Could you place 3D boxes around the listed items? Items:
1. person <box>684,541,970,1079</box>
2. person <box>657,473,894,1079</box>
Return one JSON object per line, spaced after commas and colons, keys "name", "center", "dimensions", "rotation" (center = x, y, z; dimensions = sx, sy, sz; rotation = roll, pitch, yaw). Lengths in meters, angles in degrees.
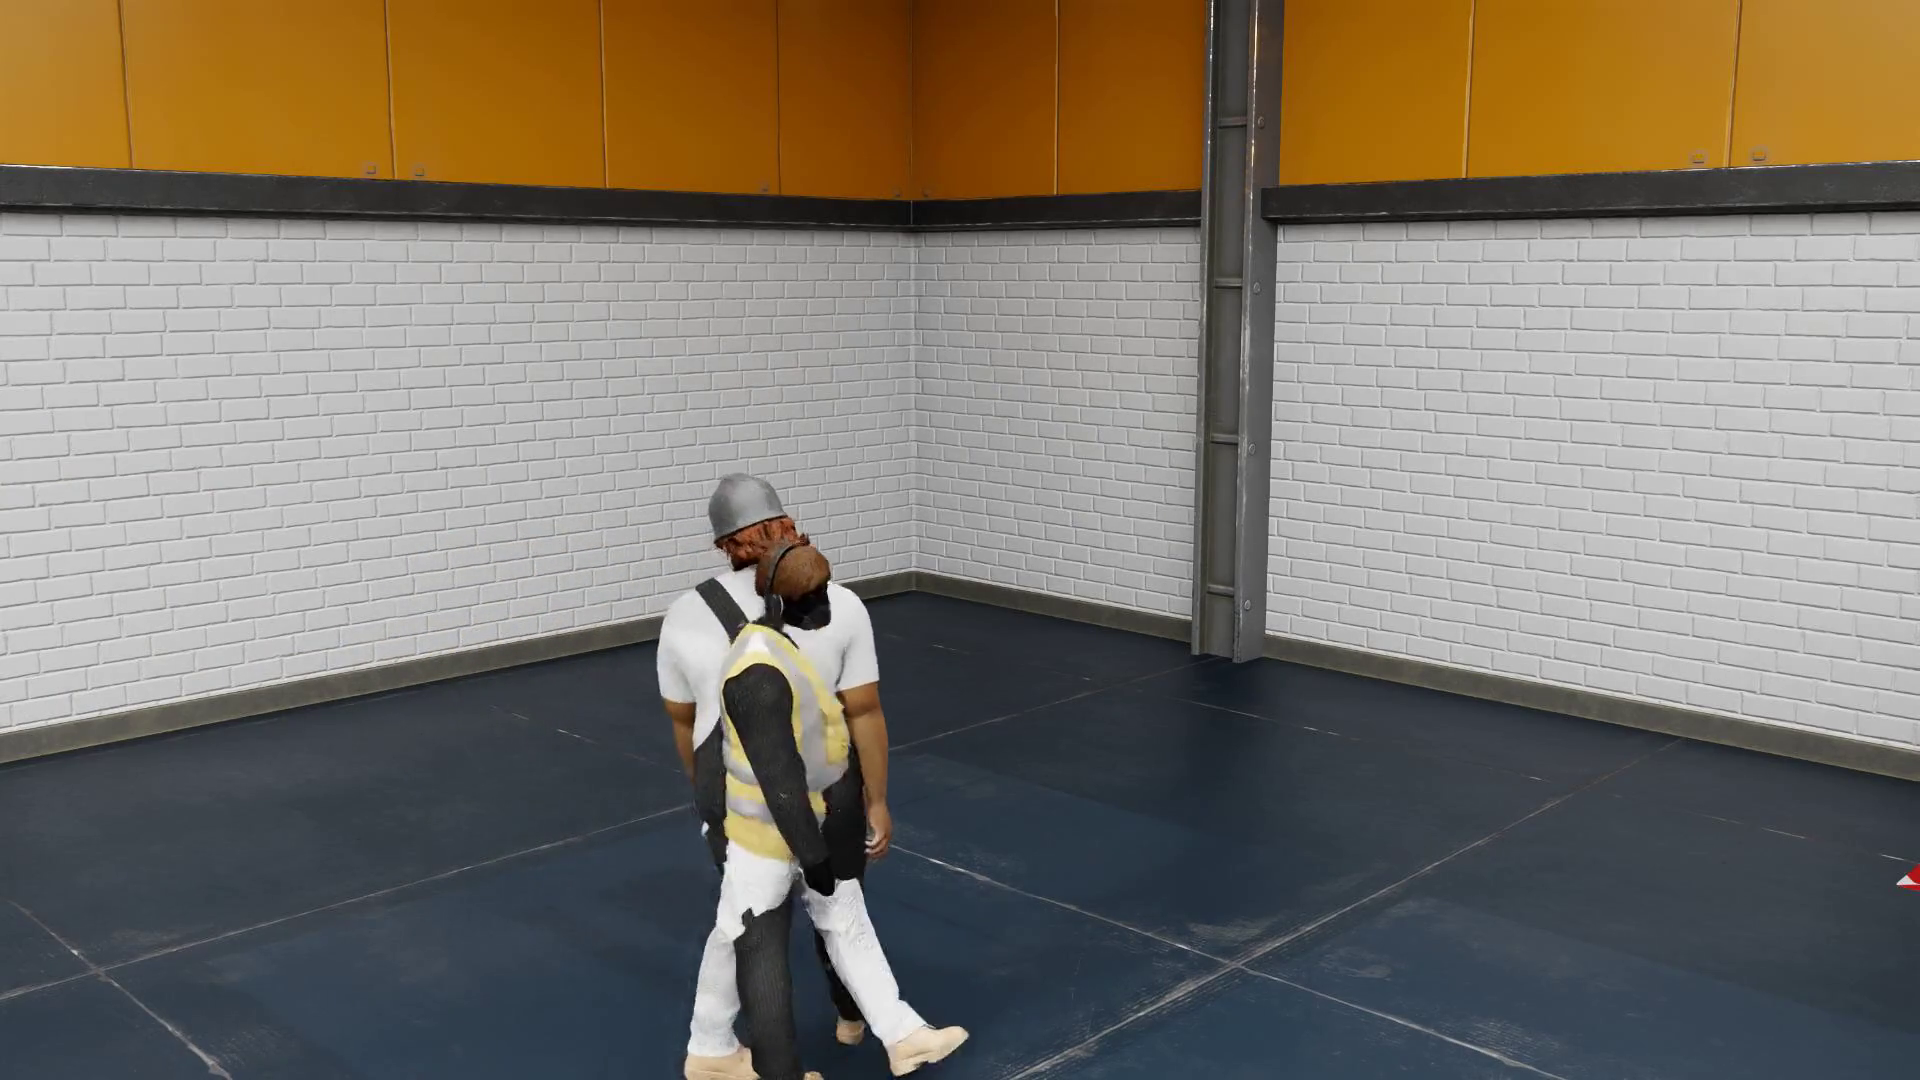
{"name": "person", "center": [-0.466, 0.883, 5.167], "dimensions": [0.946, 1.791, 0.645], "rotation": [2, 9, 10]}
{"name": "person", "center": [-0.555, 0.737, 5.293], "dimensions": [0.746, 2.000, 0.975], "rotation": [1, 9, 5]}
